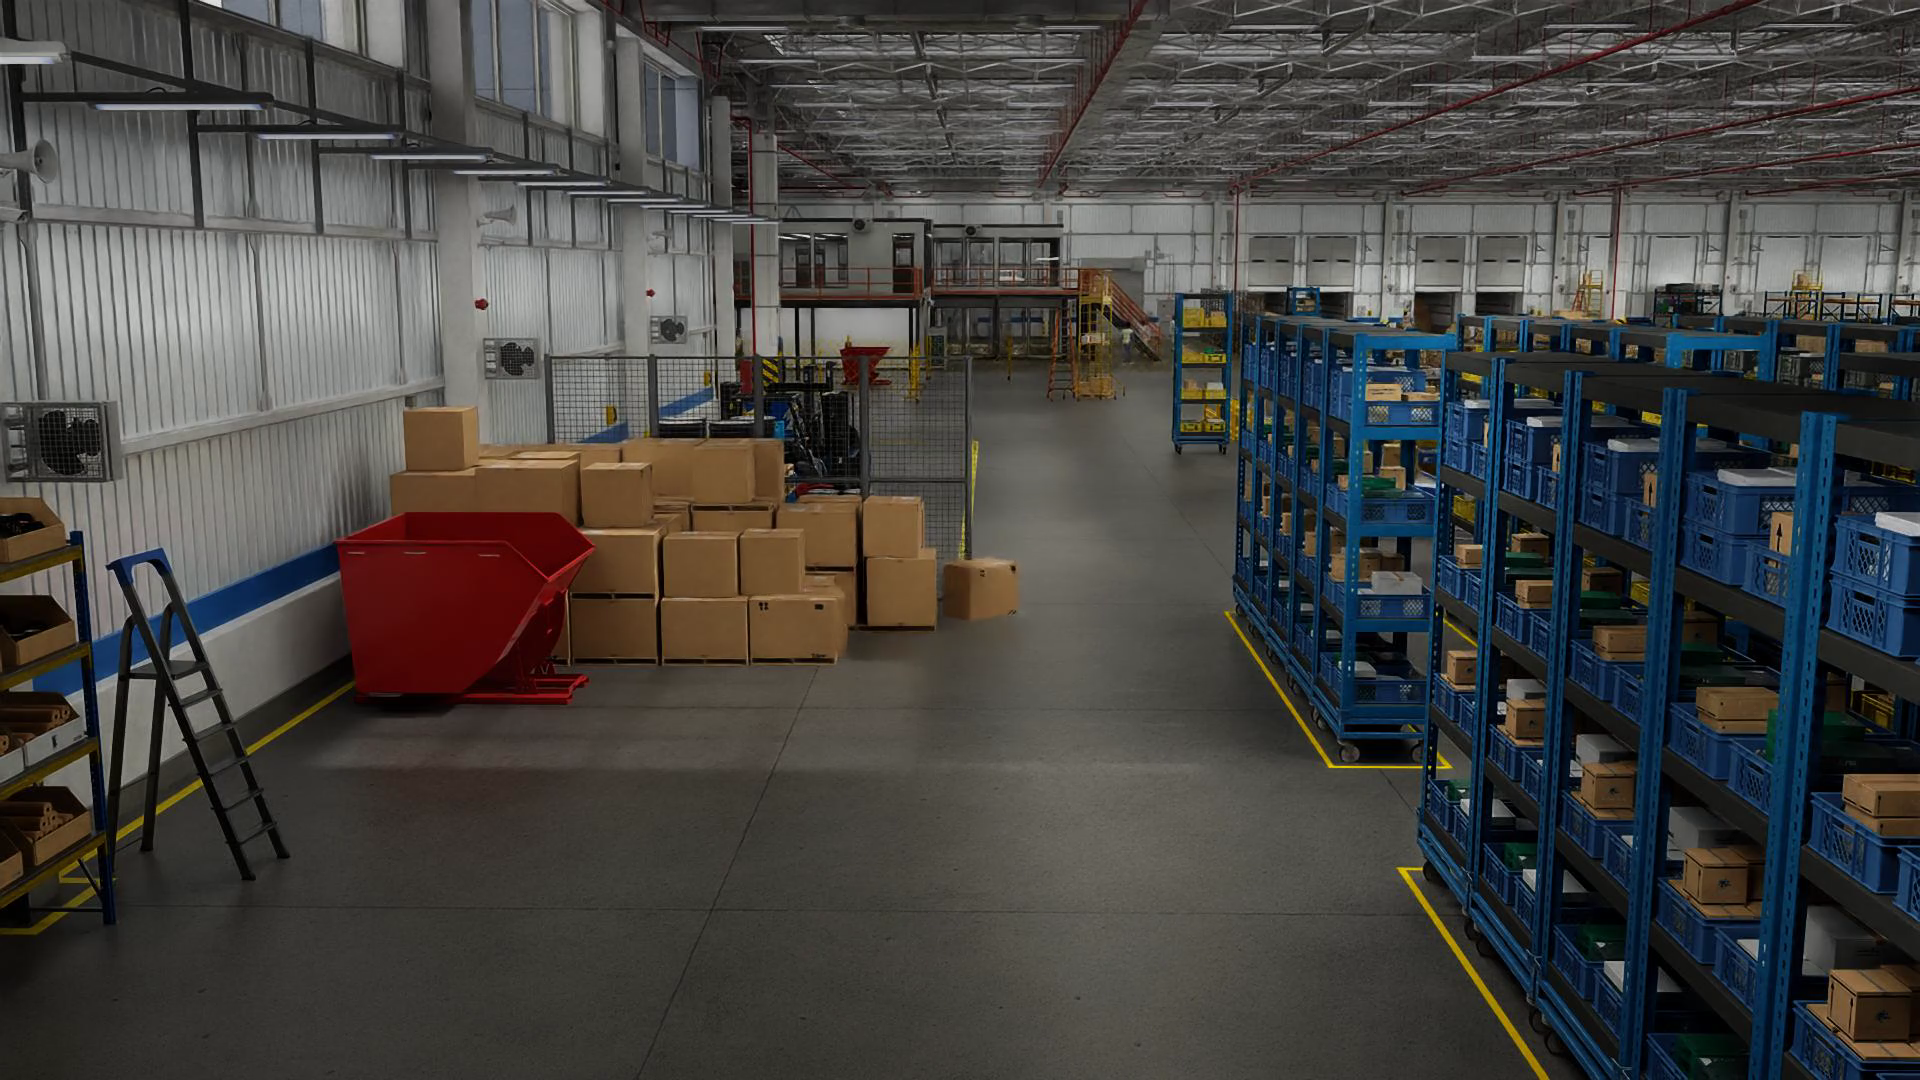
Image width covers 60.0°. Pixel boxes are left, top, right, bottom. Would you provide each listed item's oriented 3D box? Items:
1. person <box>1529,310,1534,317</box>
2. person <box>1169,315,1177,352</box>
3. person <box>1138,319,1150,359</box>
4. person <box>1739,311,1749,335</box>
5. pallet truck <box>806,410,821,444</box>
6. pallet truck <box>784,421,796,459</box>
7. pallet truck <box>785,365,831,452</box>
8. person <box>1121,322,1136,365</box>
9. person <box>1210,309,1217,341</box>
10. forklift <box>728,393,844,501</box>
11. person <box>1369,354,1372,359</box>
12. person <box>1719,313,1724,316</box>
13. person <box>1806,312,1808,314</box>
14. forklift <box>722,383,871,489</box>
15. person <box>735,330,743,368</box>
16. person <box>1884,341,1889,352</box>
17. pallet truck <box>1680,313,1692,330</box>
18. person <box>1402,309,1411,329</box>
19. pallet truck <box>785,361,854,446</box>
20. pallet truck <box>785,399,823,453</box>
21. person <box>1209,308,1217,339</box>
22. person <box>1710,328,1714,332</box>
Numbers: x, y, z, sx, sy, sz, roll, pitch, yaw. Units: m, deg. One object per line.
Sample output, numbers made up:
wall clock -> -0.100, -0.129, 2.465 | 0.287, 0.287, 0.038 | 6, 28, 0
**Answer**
person -> 33.050, -12.396, 96.252 | 0.551, 1.841, 0.684 | 5, 10, 26
person -> 10.842, -10.435, 83.999 | 0.584, 1.881, 0.347 | -3, 10, -19
person -> 8.425, -9.283, 76.978 | 0.853, 1.854, 0.594 | -9, 13, -42
person -> 41.187, -11.084, 87.520 | 0.745, 2.000, 0.534 | 1, 9, 3
pallet truck -> -3.559, -2.018, 33.905 | 1.522, 1.261, 0.704 | 0, 9, -1
pallet truck -> -4.013, -1.793, 32.705 | 1.601, 1.201, 0.680 | 0, 9, 1
pallet truck -> -3.774, -2.976, 37.635 | 1.885, 1.965, 0.823 | 1, 9, 5
person -> 7.328, -8.541, 72.401 | 0.609, 1.862, 1.016 | 7, 12, 38
person -> 14.826, -12.418, 96.230 | 0.611, 1.876, 0.918 | -5, 11, -29
forklift -> -2.979, -1.316, 26.476 | 2.680, 1.987, 1.157 | 0, 9, 1
person -> 13.015, -5.231, 52.097 | 0.404, 1.825, 0.613 | -2, 9, -10
person -> 40.976, -11.296, 89.548 | 0.792, 1.807, 0.651 | 7, 11, 36
person -> 44.841, -11.140, 88.216 | 0.366, 1.932, 0.629 | 2, 9, 12
forklift -> -2.893, -1.687, 28.729 | 2.680, 1.987, 1.157 | 0, 9, -1
person -> -8.638, -7.338, 65.168 | 0.923, 1.802, 0.537 | 2, 9, 13
person -> 32.267, -6.201, 57.894 | 0.989, 1.890, 0.554 | 5, 11, 29
pallet truck -> 36.315, -10.531, 84.244 | 0.823, 1.965, 1.885 | -6, 11, -33
person -> 25.289, -12.133, 94.375 | 0.586, 1.918, 0.395 | -5, 11, -30
pallet truck -> -3.410, -3.193, 38.978 | 1.885, 1.965, 0.823 | 0, 9, -1
pallet truck -> -3.814, -2.432, 36.419 | 1.630, 1.274, 0.653 | 0, 9, 1
person -> 14.897, -12.528, 96.847 | 0.943, 1.896, 0.595 | 6, 11, 32
person -> 33.326, -8.814, 73.878 | 0.381, 1.934, 0.546 | 4, 10, 25
